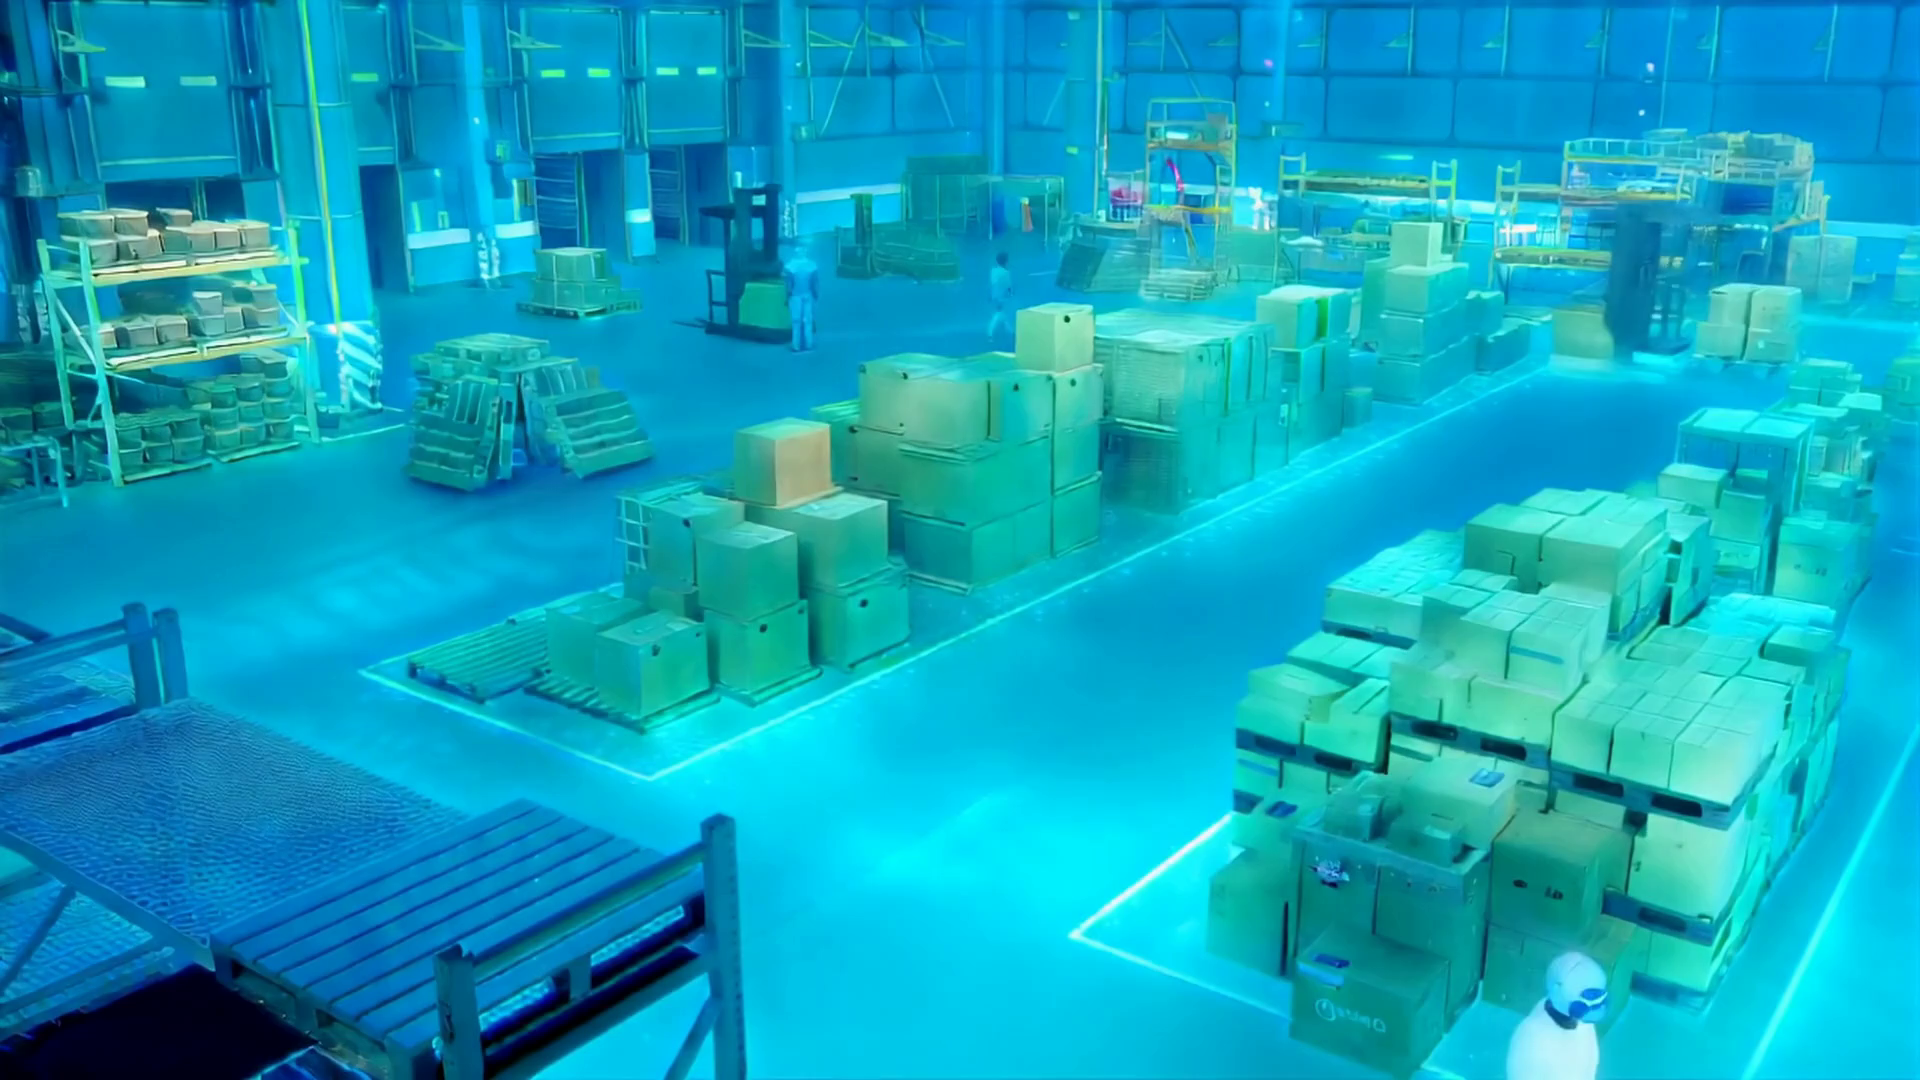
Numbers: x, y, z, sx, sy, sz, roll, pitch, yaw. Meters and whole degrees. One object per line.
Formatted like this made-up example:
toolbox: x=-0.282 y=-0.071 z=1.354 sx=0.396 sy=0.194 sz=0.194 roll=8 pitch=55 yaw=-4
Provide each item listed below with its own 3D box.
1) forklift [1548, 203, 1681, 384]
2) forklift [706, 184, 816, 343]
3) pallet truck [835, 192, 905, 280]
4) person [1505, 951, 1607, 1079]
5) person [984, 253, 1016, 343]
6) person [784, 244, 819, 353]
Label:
forklift: x=10.914 y=-4.121 z=27.419 sx=1.873 sy=2.768 sz=1.129 roll=12 pitch=21 yaw=35
forklift: x=-3.717 y=-5.181 z=30.929 sx=1.873 sy=2.768 sz=1.129 roll=12 pitch=21 yaw=35
pallet truck: x=-1.936 y=-7.159 z=38.982 sx=1.885 sy=1.965 sz=0.823 roll=-12 pitch=21 yaw=-34
person: x=2.417 y=2.561 z=6.901 sx=0.355 sy=1.936 sz=0.635 roll=13 pitch=21 yaw=36
person: x=0.778 y=-4.465 z=30.647 sx=0.884 sy=1.640 sz=0.548 roll=-11 pitch=20 yaw=-33
person: x=-2.824 y=-4.309 z=29.677 sx=0.636 sy=1.928 sz=0.380 roll=-8 pitch=19 yaw=-25
